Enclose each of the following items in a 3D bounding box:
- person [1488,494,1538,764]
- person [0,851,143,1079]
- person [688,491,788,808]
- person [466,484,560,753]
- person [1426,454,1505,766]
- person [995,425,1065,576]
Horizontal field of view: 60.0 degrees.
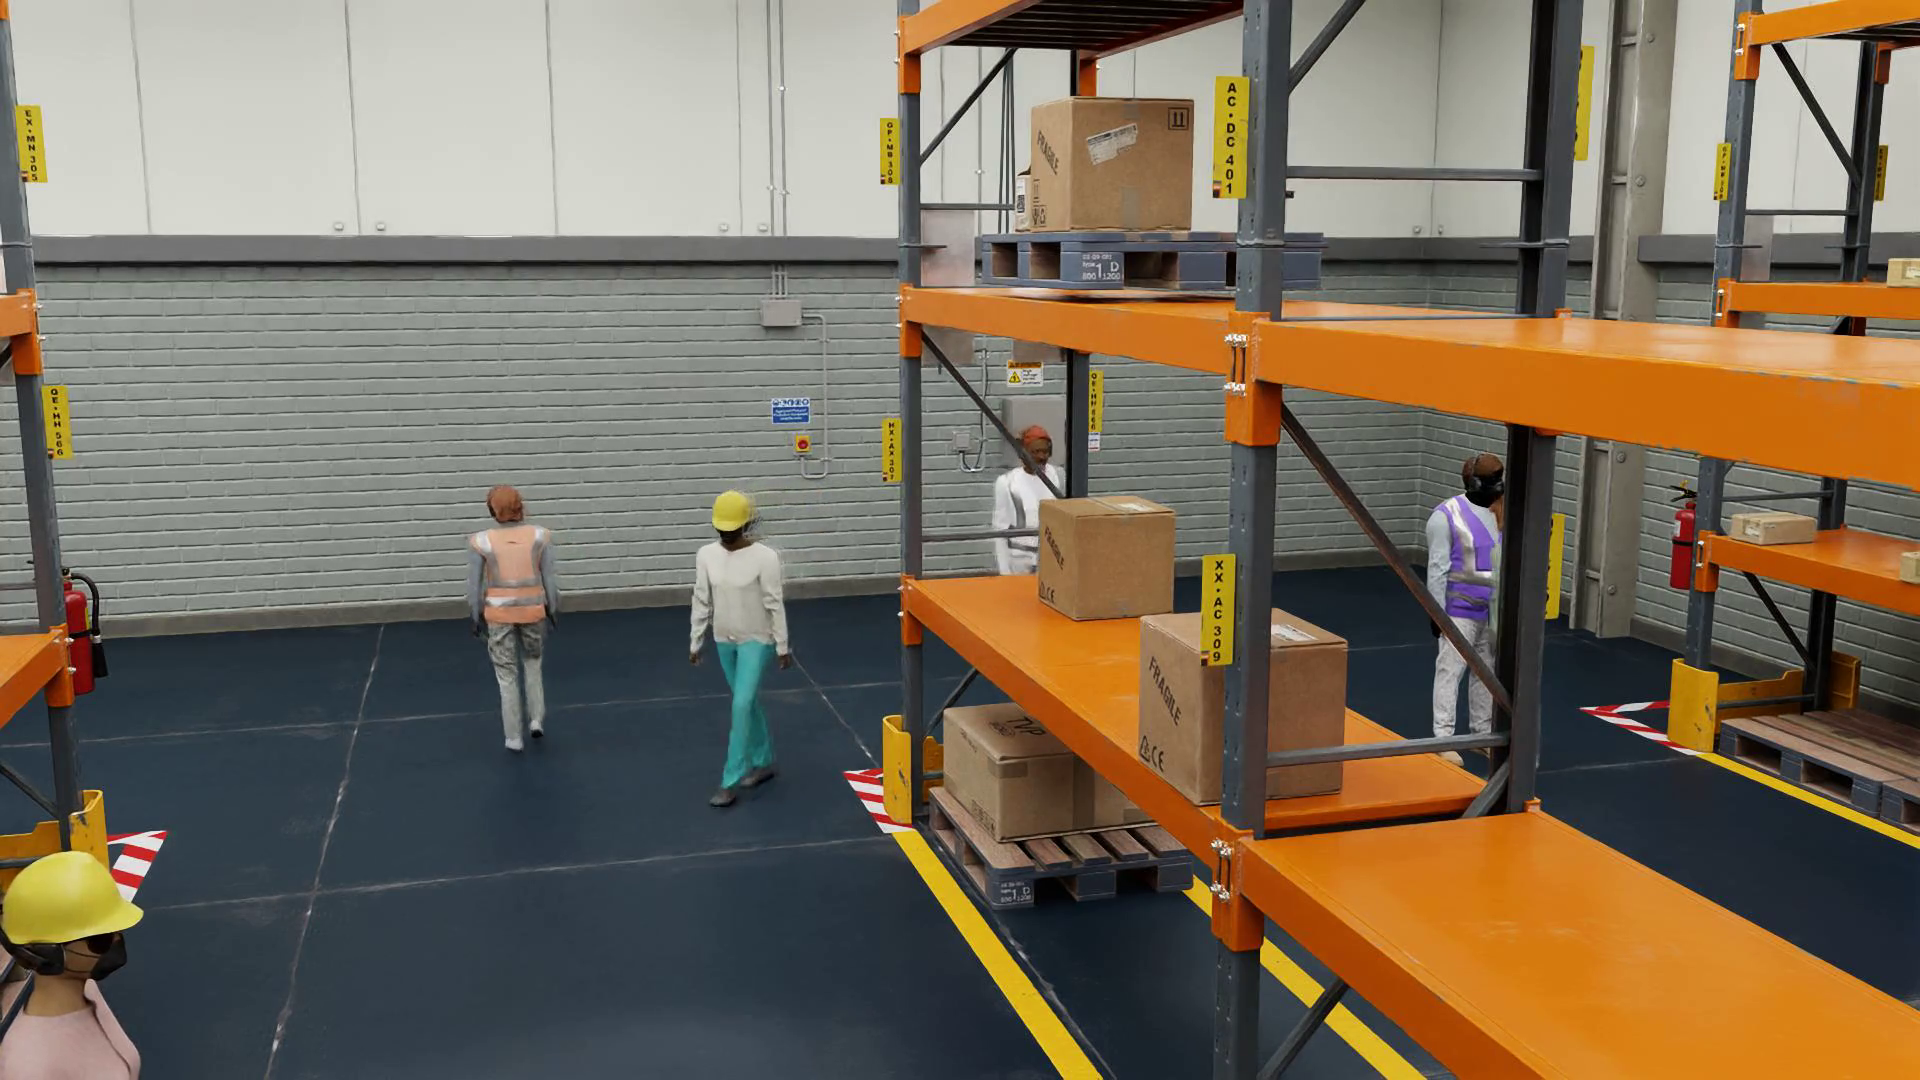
[{"bbox_3d":[3.198,0.528,9.807,0.530,1.595,0.500,5,11,25],"label":"person"},{"bbox_3d":[-1.897,1.531,3.630,0.316,1.769,0.523,-3,10,-18],"label":"person"},{"bbox_3d":[-1.250,0.584,9.118,0.565,1.715,0.787,5,11,26],"label":"person"},{"bbox_3d":[-2.708,0.470,10.080,0.538,1.618,0.458,-5,11,-25],"label":"person"},{"bbox_3d":[3.042,0.409,9.799,0.633,1.846,0.429,-4,11,-20],"label":"person"},{"bbox_3d":[0.517,0.148,11.268,0.593,1.847,0.803,-4,11,-23],"label":"person"}]
